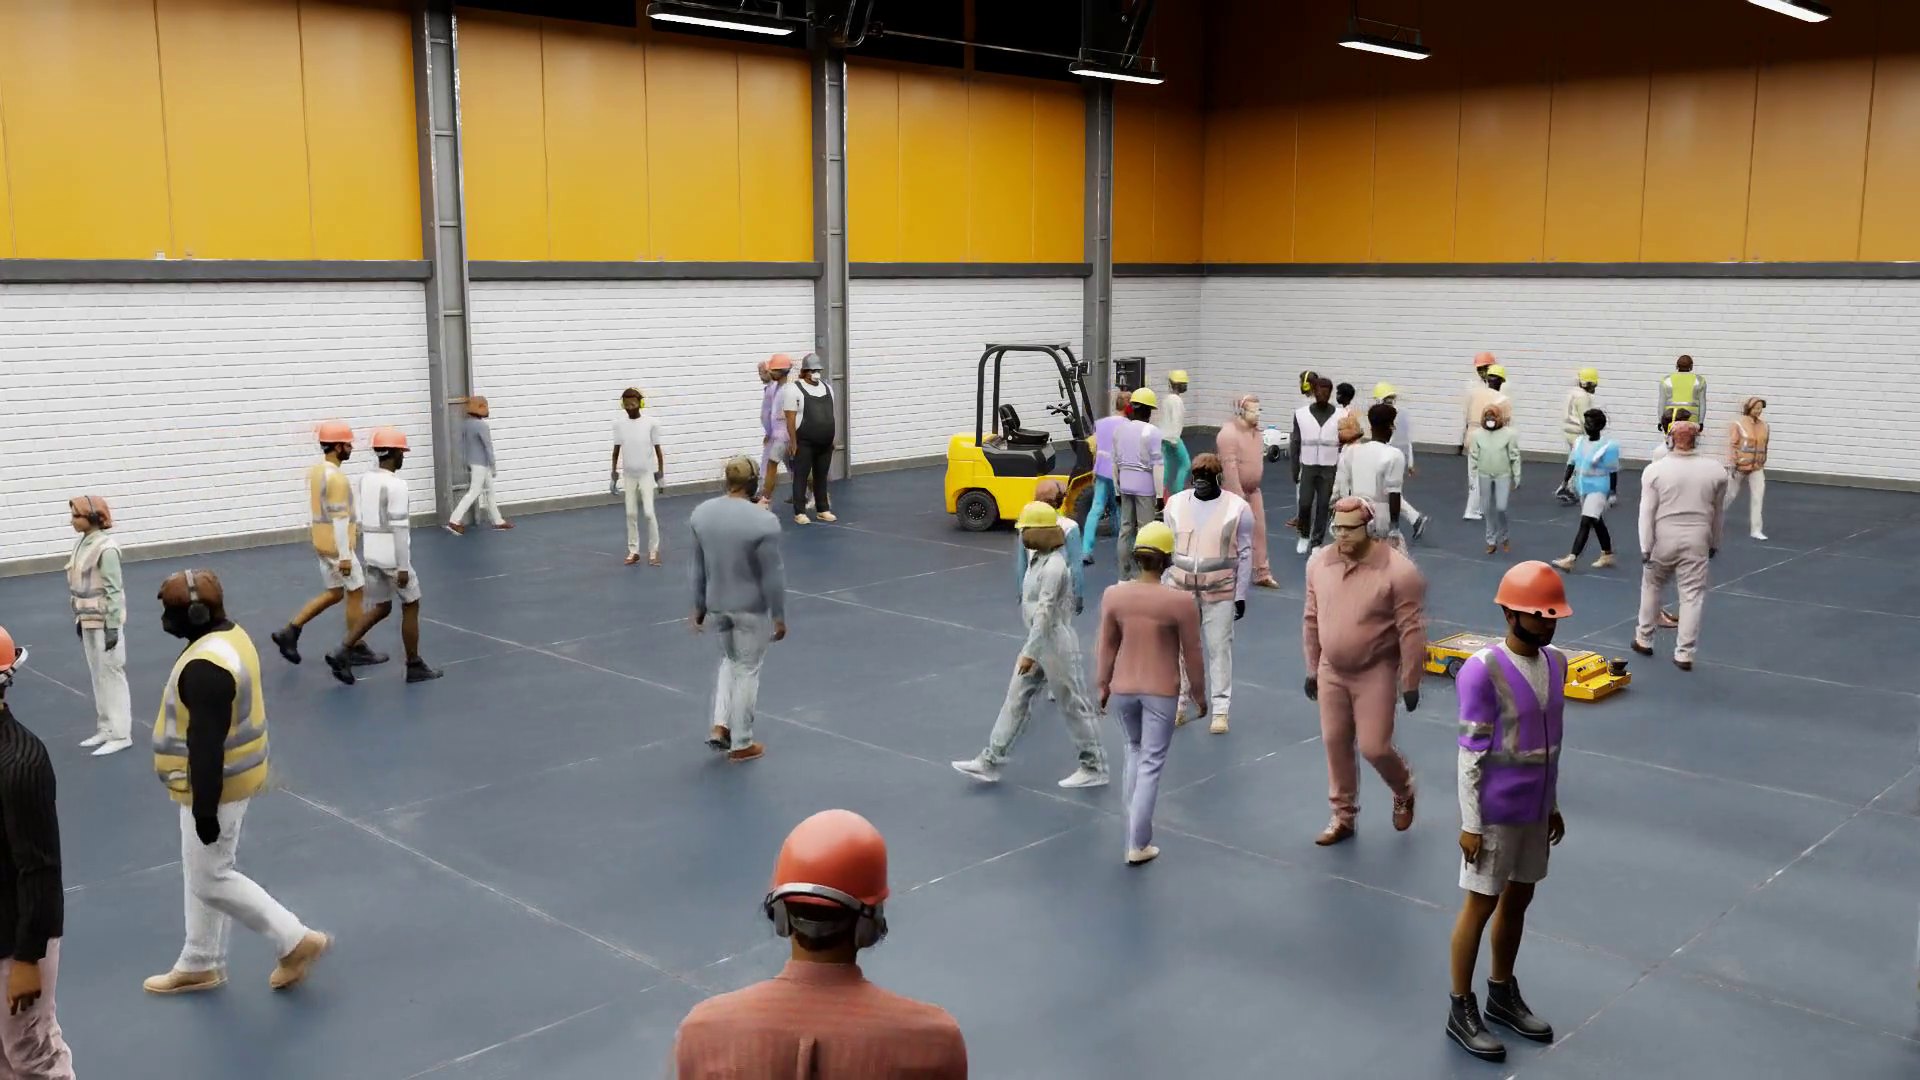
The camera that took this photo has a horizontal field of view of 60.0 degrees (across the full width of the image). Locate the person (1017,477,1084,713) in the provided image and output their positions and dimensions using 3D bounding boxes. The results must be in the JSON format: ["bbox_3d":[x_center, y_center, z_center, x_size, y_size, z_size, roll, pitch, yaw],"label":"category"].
[{"bbox_3d":[0.589,0.373,11.453,0.525,1.610,0.751,8,12,40],"label":"person"}]

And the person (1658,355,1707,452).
[{"bbox_3d":[10.069,-1.660,23.212,0.619,1.845,0.430,4,10,24],"label":"person"}]

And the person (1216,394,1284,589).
[{"bbox_3d":[2.641,-0.479,15.985,0.632,1.865,0.987,-8,12,-40],"label":"person"}]

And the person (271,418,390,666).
[{"bbox_3d":[-4.786,0.041,12.563,0.749,1.917,0.552,-7,11,-35],"label":"person"}]

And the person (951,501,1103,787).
[{"bbox_3d":[0.428,0.623,9.661,0.896,1.697,0.492,-2,10,-13],"label":"person"}]

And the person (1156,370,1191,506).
[{"bbox_3d":[2.764,-1.285,21.187,0.563,1.738,0.556,-1,9,-8],"label":"person"}]

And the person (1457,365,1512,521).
[{"bbox_3d":[6.381,-1.172,20.100,0.741,1.872,0.612,-7,12,-38],"label":"person"}]

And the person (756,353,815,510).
[{"bbox_3d":[-2.161,-1.325,20.681,1.047,2.001,0.607,-2,10,-14],"label":"person"}]

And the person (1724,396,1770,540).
[{"bbox_3d":[8.896,-0.838,18.884,0.517,1.609,0.757,-1,9,-7],"label":"person"}]

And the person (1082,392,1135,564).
[{"bbox_3d":[1.561,-0.641,17.174,0.684,1.784,0.989,9,13,44],"label":"person"}]

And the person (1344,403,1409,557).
[{"bbox_3d":[3.474,-0.154,13.627,0.790,1.942,0.619,-6,11,-35],"label":"person"}]

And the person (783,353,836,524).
[{"bbox_3d":[-1.734,-1.217,19.886,0.682,2.000,0.537,-8,12,-40],"label":"person"}]

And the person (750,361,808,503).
[{"bbox_3d":[-2.421,-1.374,21.442,0.965,1.843,0.659,0,9,1],"label":"person"}]

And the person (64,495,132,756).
[{"bbox_3d":[-5.399,0.525,10.440,0.517,1.640,0.308,8,12,42],"label":"person"}]

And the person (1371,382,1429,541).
[{"bbox_3d":[4.872,-0.860,18.522,0.610,1.785,0.857,-8,12,-40],"label":"person"}]

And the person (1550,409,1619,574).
[{"bbox_3d":[6.288,-0.492,16.635,0.906,1.643,0.542,-4,10,-21],"label":"person"}]

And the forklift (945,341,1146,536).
[{"bbox_3d":[0.977,-1.223,19.452,2.313,2.155,1.214,2,9,11],"label":"forklift"}]

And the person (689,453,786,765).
[{"bbox_3d":[-1.329,0.421,10.208,0.646,1.919,0.451,5,10,27],"label":"person"}]

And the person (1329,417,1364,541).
[{"bbox_3d":[3.753,-0.385,16.099,0.393,1.616,0.500,1,9,4],"label":"person"}]

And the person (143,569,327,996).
[{"bbox_3d":[-3.045,1.014,6.891,0.696,1.822,0.646,-3,10,-16],"label":"person"}]

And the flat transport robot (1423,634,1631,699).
[{"bbox_3d":[4.118,0.906,12.284,1.431,0.197,0.652,9,13,43],"label":"flat transport robot"}]

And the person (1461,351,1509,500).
[{"bbox_3d":[6.820,-1.466,21.631,0.482,1.971,0.614,-7,11,-36],"label":"person"}]

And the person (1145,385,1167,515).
[{"bbox_3d":[2.176,-1.151,20.486,0.931,1.713,0.541,4,10,21],"label":"person"}]

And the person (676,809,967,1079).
[{"bbox_3d":[-0.282,1.549,3.272,0.628,1.945,0.851,1,9,8],"label":"person"}]

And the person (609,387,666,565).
[{"bbox_3d":[-3.311,-0.647,17.007,0.566,1.847,0.417,2,9,9],"label":"person"}]

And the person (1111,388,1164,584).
[{"bbox_3d":[1.697,-0.477,15.729,0.585,1.917,0.381,9,13,43],"label":"person"}]

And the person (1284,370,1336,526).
[{"bbox_3d":[4.127,-1.050,19.426,0.543,1.851,0.616,-8,12,-42],"label":"person"}]

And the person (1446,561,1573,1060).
[{"bbox_3d":[2.155,1.030,6.428,0.550,1.935,0.375,-6,11,-32],"label":"person"}]

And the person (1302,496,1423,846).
[{"bbox_3d":[2.134,0.684,8.754,0.660,1.883,0.578,9,13,44],"label":"person"}]

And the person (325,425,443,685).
[{"bbox_3d":[-4.222,0.134,12.046,0.582,1.908,0.759,7,12,38],"label":"person"}]

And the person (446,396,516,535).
[{"bbox_3d":[-5.541,-0.862,19.073,0.842,1.595,0.514,-7,12,-37],"label":"person"}]

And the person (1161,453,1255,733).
[{"bbox_3d":[1.596,0.345,10.920,0.625,1.844,0.429,4,10,21],"label":"person"}]

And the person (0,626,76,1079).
[{"bbox_3d":[-2.989,1.207,5.166,0.608,1.995,0.377,8,12,40],"label":"person"}]

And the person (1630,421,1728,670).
[{"bbox_3d":[5.526,0.017,12.839,0.648,1.873,0.875,2,9,11],"label":"person"}]

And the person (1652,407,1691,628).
[{"bbox_3d":[6.029,-0.195,14.145,0.328,1.871,0.510,4,10,25],"label":"person"}]

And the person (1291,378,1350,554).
[{"bbox_3d":[3.789,-0.760,17.517,0.586,1.902,0.452,2,9,10],"label":"person"}]

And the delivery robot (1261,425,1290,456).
[{"bbox_3d":[4.925,-1.581,26.375,0.477,0.478,0.707,8,12,41],"label":"delivery robot"}]

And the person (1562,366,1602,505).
[{"bbox_3d":[7.922,-1.314,21.183,0.433,1.802,0.604,3,10,17],"label":"person"}]

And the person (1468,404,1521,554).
[{"bbox_3d":[5.670,-0.645,17.674,0.528,1.610,0.381,5,11,30],"label":"person"}]

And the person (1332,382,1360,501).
[{"bbox_3d":[4.822,-1.088,20.307,0.813,1.671,0.530,3,10,20],"label":"person"}]

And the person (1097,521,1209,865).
[{"bbox_3d":[1.019,0.768,8.602,0.548,1.742,0.687,6,11,33],"label":"person"}]
